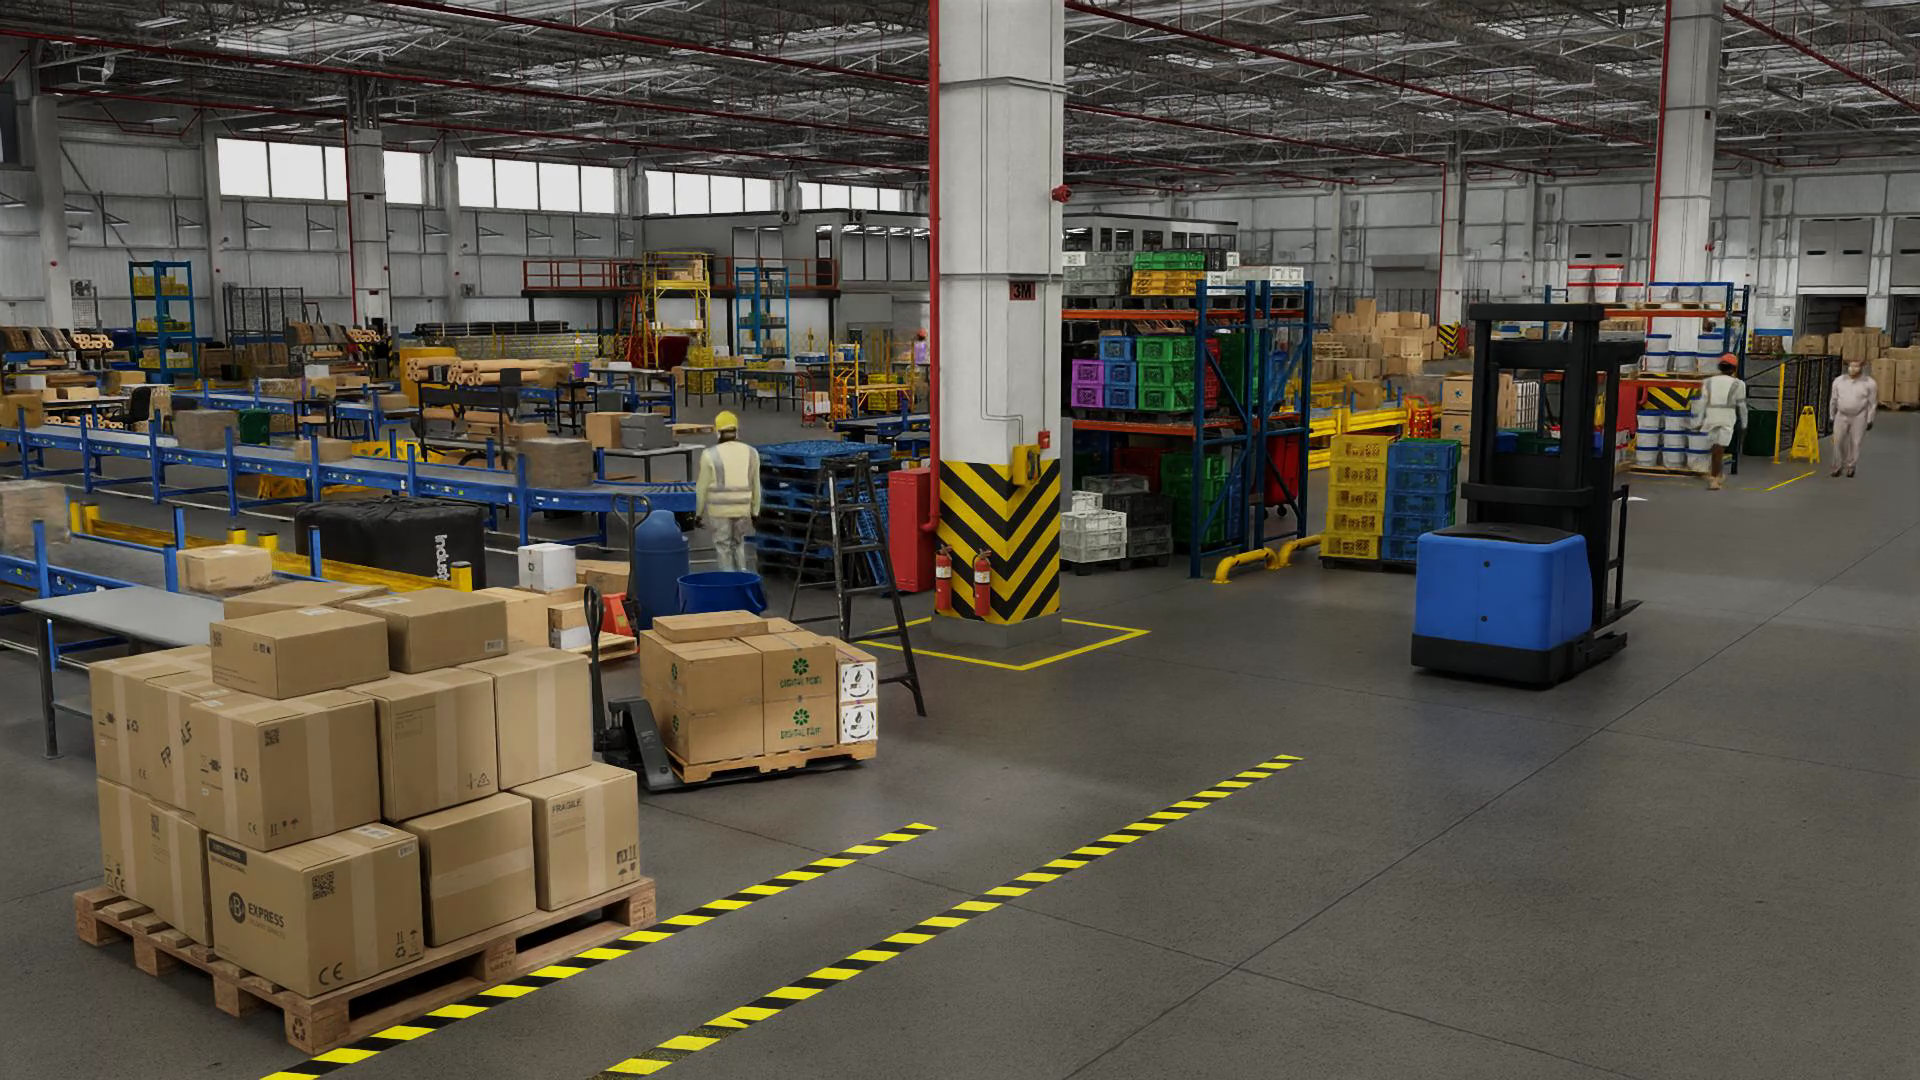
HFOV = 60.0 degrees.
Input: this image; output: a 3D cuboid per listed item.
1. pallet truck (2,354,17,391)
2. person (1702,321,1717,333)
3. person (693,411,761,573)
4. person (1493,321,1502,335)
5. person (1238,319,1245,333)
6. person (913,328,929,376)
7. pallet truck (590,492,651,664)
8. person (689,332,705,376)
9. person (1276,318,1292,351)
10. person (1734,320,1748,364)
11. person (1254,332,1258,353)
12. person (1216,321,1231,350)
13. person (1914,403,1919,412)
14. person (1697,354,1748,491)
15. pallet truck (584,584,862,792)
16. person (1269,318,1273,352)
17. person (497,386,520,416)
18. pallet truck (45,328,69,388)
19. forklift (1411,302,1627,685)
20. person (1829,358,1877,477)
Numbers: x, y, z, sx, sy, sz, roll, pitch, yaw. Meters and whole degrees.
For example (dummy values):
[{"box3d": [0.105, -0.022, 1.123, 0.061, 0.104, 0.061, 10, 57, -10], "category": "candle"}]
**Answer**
[{"box3d": [-24.881, -4.417, 42.634, 1.885, 1.965, 0.823, 8, 11, 41], "category": "pallet truck"}, {"box3d": [24.748, -6.314, 55.281, 0.713, 2.000, 0.845, -3, 9, -20], "category": "person"}, {"box3d": [-2.176, -0.289, 15.414, 0.603, 1.815, 0.497, -6, 10, -35], "category": "person"}, {"box3d": [25.676, -9.781, 79.518, 0.959, 1.789, 0.636, 6, 10, 34], "category": "person"}, {"box3d": [11.654, -8.220, 68.531, 0.393, 1.930, 0.539, 3, 9, 19], "category": "person"}, {"box3d": [-1.117, -5.016, 46.958, 0.444, 1.919, 0.544, 8, 12, 43], "category": "person"}, {"box3d": [-3.115, 0.344, 12.883, 0.653, 1.274, 1.630, 7, 11, 37], "category": "pallet truck"}, {"box3d": [-9.051, -6.457, 57.368, 0.871, 1.706, 0.504, 5, 10, 32], "category": "person"}, {"box3d": [13.088, -8.022, 67.065, 0.611, 1.965, 0.925, 4, 9, 26], "category": "person"}, {"box3d": [32.261, -8.211, 68.838, 0.533, 1.826, 0.937, -5, 10, -29], "category": "person"}, {"box3d": [8.349, -4.944, 46.852, 0.609, 1.795, 0.823, 7, 11, 40], "category": "person"}, {"box3d": [9.910, -7.346, 62.901, 0.621, 1.852, 0.863, 3, 9, 20], "category": "person"}, {"box3d": [23.400, -3.940, 39.685, 0.989, 1.927, 0.618, 7, 11, 38], "category": "person"}, {"box3d": [11.327, -1.745, 24.590, 0.979, 1.998, 0.646, -8, 12, -43], "category": "person"}, {"box3d": [-1.426, 0.805, 10.019, 1.601, 1.201, 0.680, -4, 9, -26], "category": "pallet truck"}, {"box3d": [15.335, -10.140, 81.730, 0.506, 1.847, 0.345, -3, 9, -19], "category": "person"}, {"box3d": [-8.246, -2.442, 30.654, 0.512, 1.606, 0.590, 5, 10, 31], "category": "person"}, {"box3d": [-23.775, -4.544, 43.495, 1.885, 1.965, 0.823, 6, 10, 35], "category": "pallet truck"}, {"box3d": [4.379, -0.438, 12.852, 1.129, 2.768, 1.873, 7, 11, 37], "category": "forklift"}, {"box3d": [13.937, -1.899, 26.033, 0.671, 1.880, 0.792, 6, 11, 37], "category": "person"}]
